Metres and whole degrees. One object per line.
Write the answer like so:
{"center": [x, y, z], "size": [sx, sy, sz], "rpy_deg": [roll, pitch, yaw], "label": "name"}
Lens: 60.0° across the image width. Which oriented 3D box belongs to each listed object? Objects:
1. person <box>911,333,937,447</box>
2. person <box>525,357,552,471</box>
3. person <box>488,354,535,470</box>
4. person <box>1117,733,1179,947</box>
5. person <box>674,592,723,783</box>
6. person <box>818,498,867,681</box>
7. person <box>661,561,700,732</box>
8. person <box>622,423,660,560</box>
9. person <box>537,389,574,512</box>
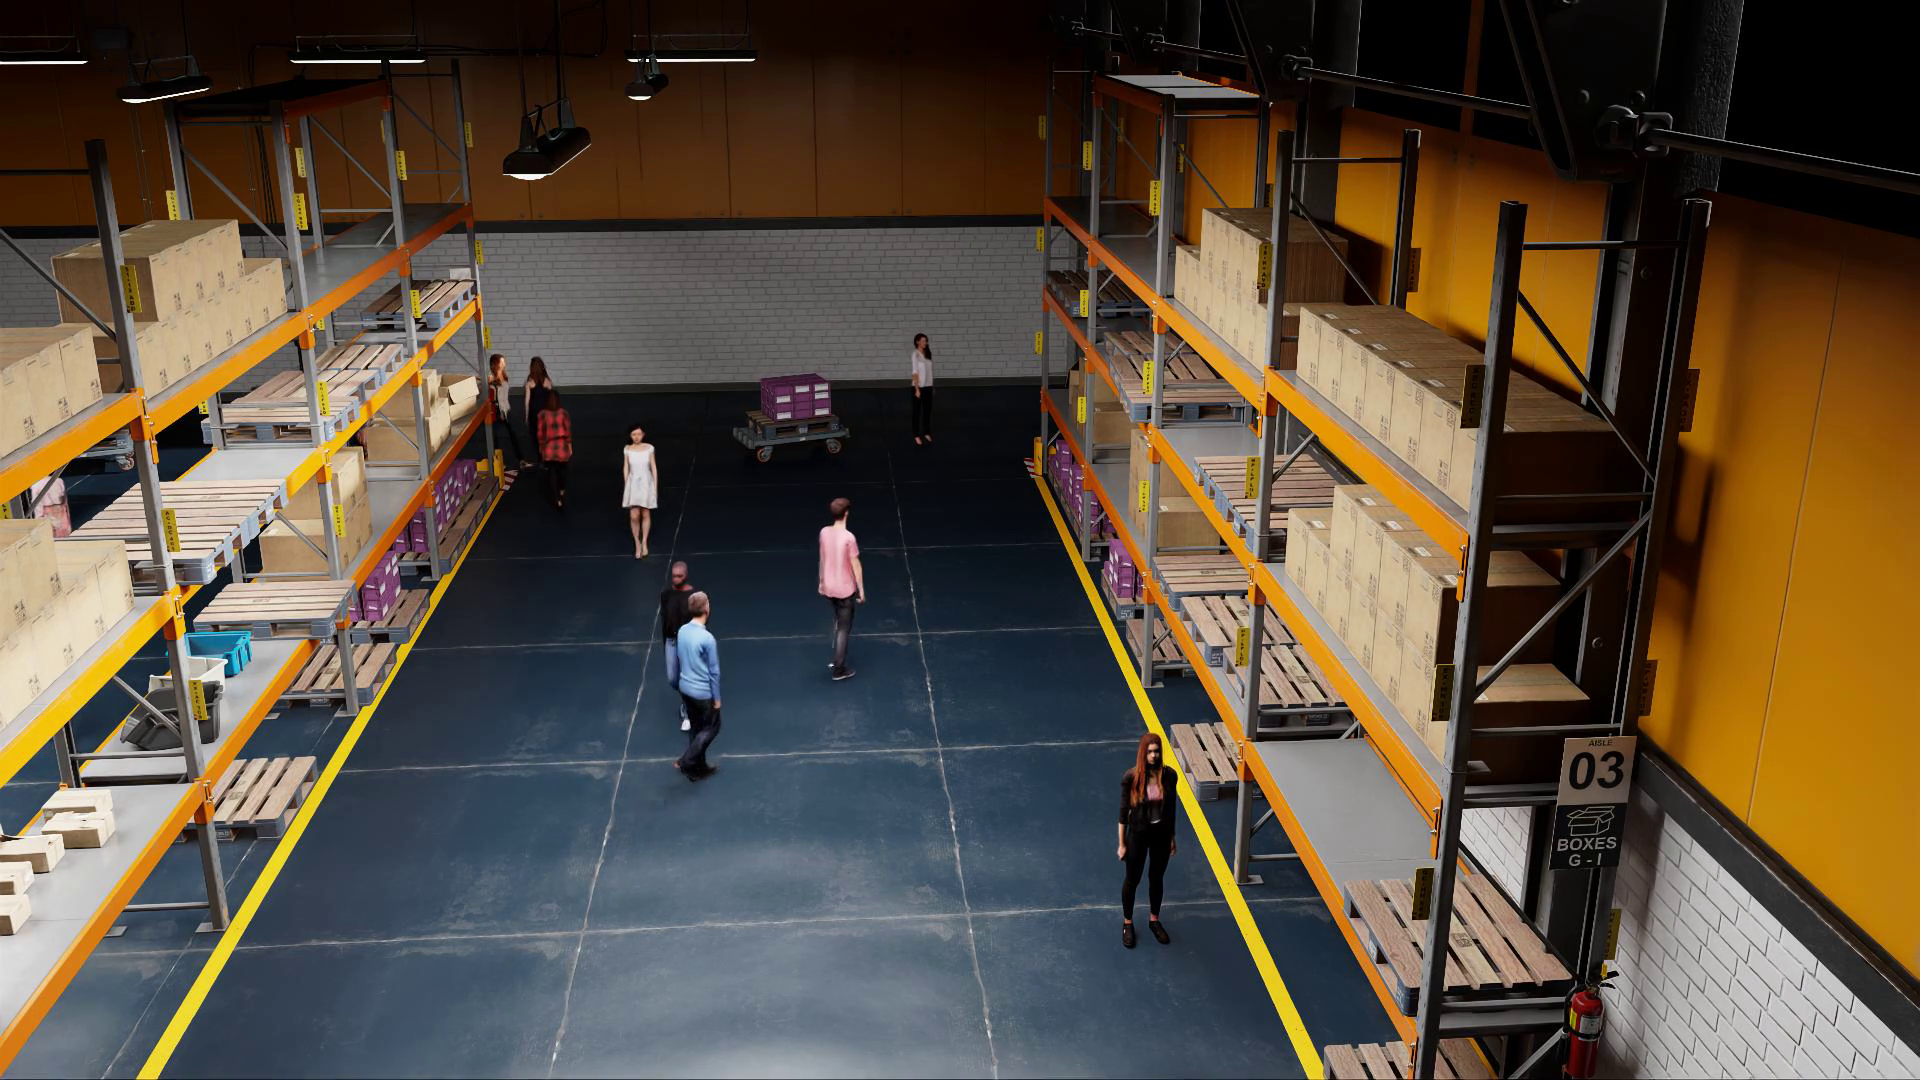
{"center": [-0.627, -2.368, 26.158], "size": [0.728, 1.794, 0.669], "rpy_deg": [15, 24, 38], "label": "person"}
{"center": [-6.224, -1.841, 24.686], "size": [0.787, 1.734, 0.985], "rpy_deg": [-8, 20, -21], "label": "person"}
{"center": [-6.928, -1.888, 24.787], "size": [0.977, 1.759, 0.979], "rpy_deg": [11, 21, 29], "label": "person"}
{"center": [1.421, 2.240, 12.600], "size": [0.622, 1.713, 0.540], "rpy_deg": [-3, 19, -10], "label": "person"}
{"center": [-2.414, 1.374, 15.049], "size": [0.932, 1.792, 0.992], "rpy_deg": [15, 23, 37], "label": "person"}
{"center": [-1.319, 0.541, 17.283], "size": [0.794, 1.945, 0.845], "rpy_deg": [14, 23, 36], "label": "person"}
{"center": [-2.679, 0.988, 16.287], "size": [0.700, 1.733, 0.770], "rpy_deg": [4, 19, 12], "label": "person"}
{"center": [-4.039, -0.643, 21.091], "size": [0.650, 1.758, 0.796], "rpy_deg": [-4, 19, -10], "label": "person"}
{"center": [-5.578, -1.208, 22.927], "size": [0.767, 1.657, 1.118], "rpy_deg": [-5, 19, -15], "label": "person"}
